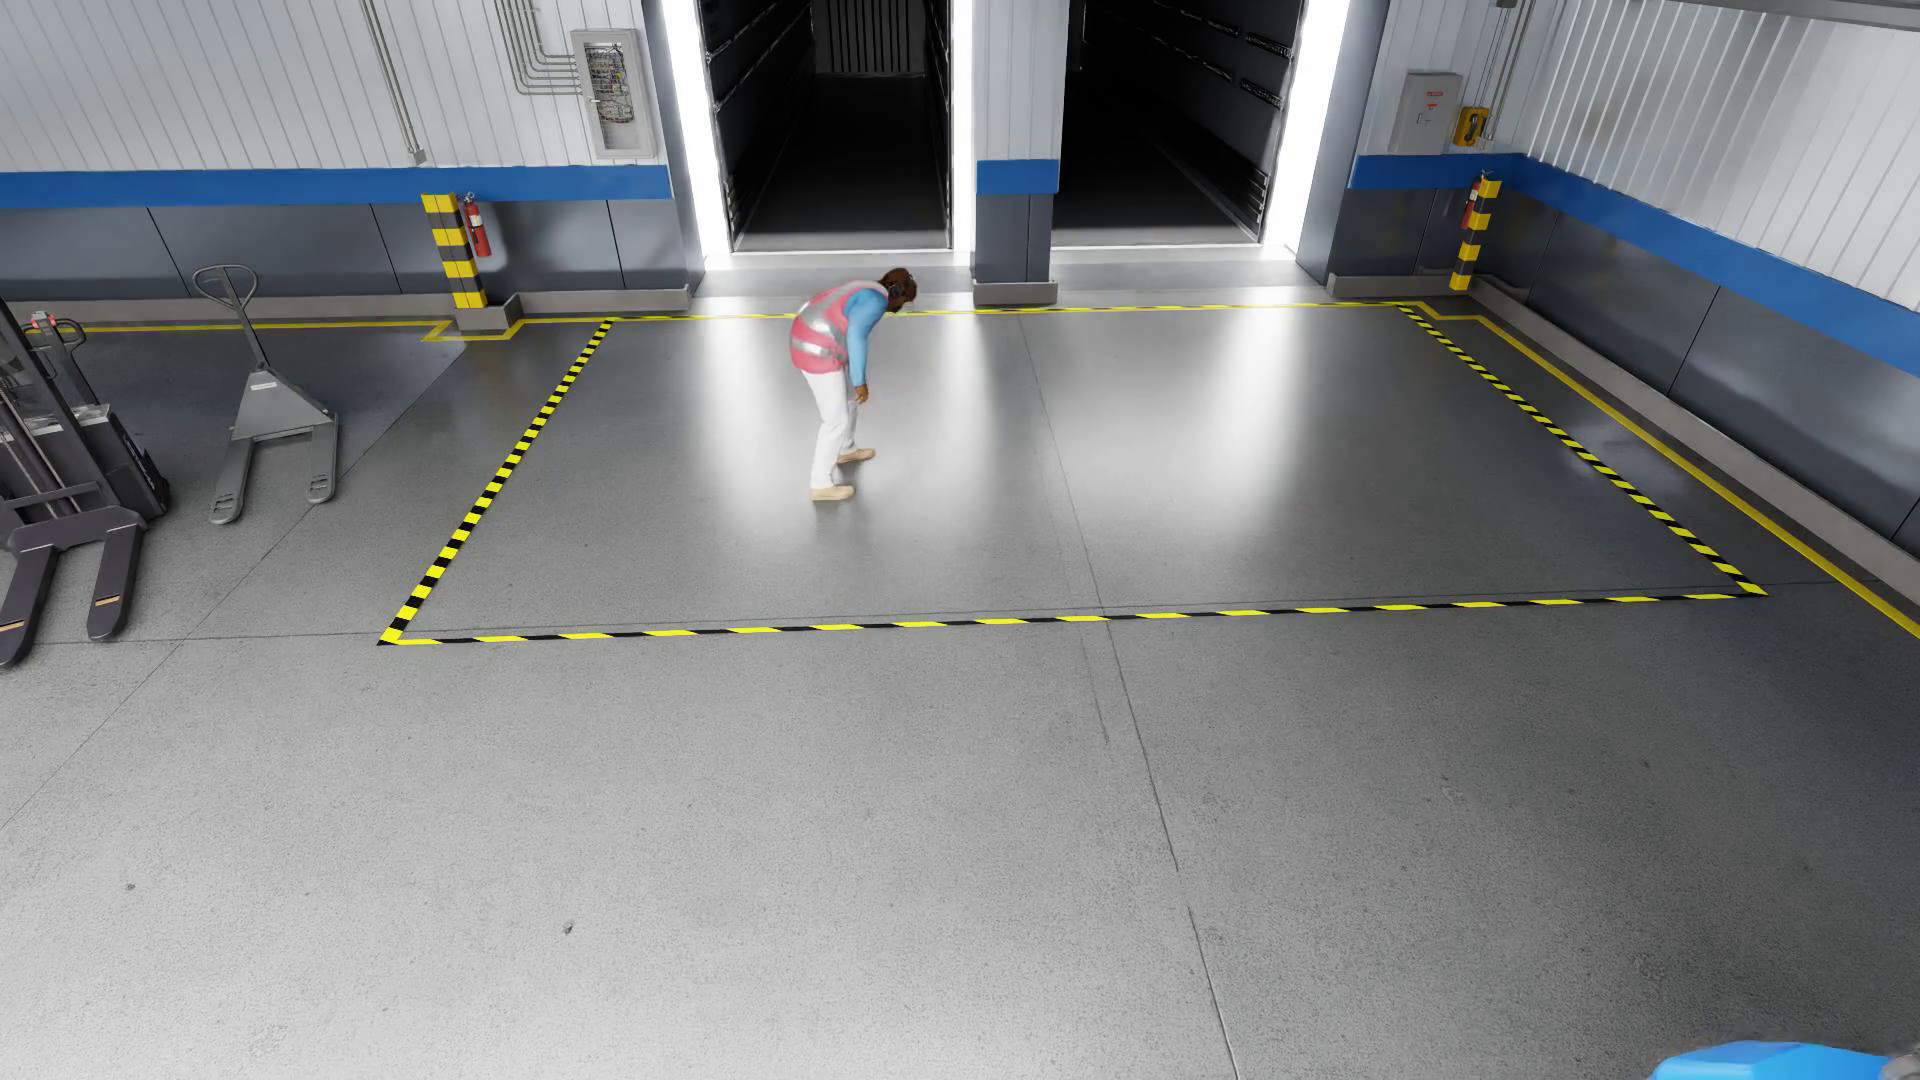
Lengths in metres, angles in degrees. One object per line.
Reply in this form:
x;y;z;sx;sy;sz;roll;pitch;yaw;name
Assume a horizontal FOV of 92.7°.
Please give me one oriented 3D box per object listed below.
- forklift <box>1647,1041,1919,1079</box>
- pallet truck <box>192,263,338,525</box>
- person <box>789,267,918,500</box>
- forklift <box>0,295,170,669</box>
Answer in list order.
2.853;1.545;1.459;2.680;2.036;1.157;11;36;15;forklift
-4.778;-1.027;6.128;0.680;1.201;1.601;-17;38;-23;pallet truck
-0.665;-1.062;6.095;0.876;1.366;0.897;-8;36;-12;person
-5.212;-0.618;4.878;0.823;1.965;1.885;-20;39;-26;forklift
